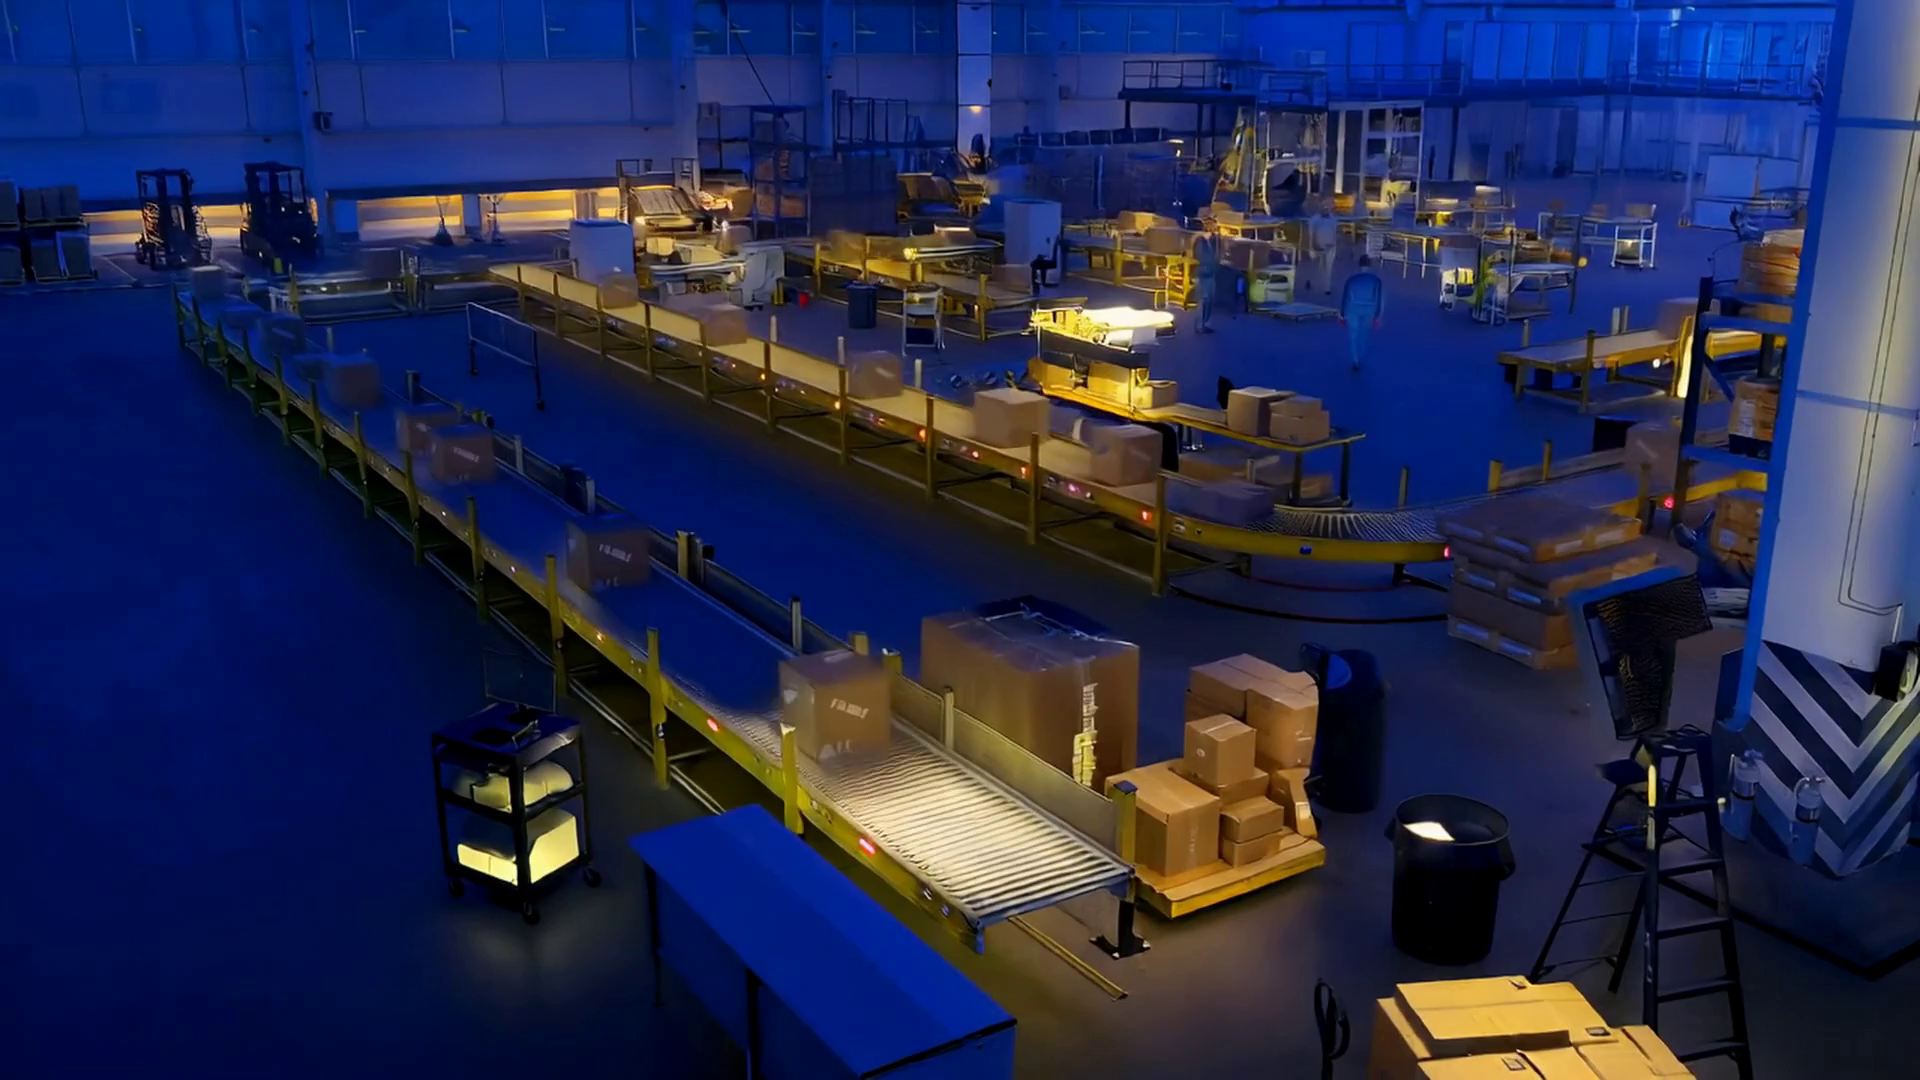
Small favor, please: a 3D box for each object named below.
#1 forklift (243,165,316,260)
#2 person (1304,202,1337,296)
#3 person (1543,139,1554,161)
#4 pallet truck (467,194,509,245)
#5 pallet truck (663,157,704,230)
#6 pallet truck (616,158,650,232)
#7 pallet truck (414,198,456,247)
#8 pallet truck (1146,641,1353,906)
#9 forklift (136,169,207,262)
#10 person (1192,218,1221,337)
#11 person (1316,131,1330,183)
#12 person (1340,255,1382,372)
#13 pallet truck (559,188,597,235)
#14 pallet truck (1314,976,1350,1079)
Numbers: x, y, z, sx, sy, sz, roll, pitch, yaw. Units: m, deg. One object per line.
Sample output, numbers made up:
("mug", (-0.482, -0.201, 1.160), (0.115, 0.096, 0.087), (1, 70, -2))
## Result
("forklift", (-15.898, -7.669, 38.708), (1.157, 1.987, 2.680), (-11, 20, -33))
("person", (7.300, -5.910, 33.622), (0.634, 1.867, 0.928), (-4, 17, -12))
("person", (24.009, -16.123, 67.545), (0.421, 1.894, 0.644), (-16, 23, -42))
("pallet truck", (-11.983, -8.177, 42.137), (0.704, 1.261, 1.522), (-11, 20, -33))
("pallet truck", (-7.586, -9.308, 44.692), (0.823, 1.965, 1.885), (-11, 20, -33))
("pallet truck", (-8.918, -9.176, 44.255), (0.823, 1.965, 1.885), (-9, 19, -27))
("pallet truck", (-13.250, -8.060, 41.856), (0.680, 1.201, 1.601), (-10, 20, -31))
("pallet truck", (1.664, 1.407, 10.232), (1.630, 1.274, 0.653), (-10, 20, -31))
("forklift", (-17.842, -7.318, 37.559), (1.157, 1.987, 2.680), (-10, 20, -31))
("person", (4.290, -4.546, 28.771), (0.614, 2.039, 0.390), (-13, 21, -36))
("person", (13.072, -13.787, 59.866), (0.524, 1.834, 0.475), (-6, 18, -19))
("person", (6.199, -3.511, 25.750), (0.598, 1.796, 0.889), (0, 17, 1))
("pallet truck", (-10.010, -8.652, 43.699), (0.653, 1.274, 1.630), (-10, 20, -31))
("pallet truck", (2.299, 2.390, 7.086), (1.601, 1.201, 0.680), (-2, 17, -7))
